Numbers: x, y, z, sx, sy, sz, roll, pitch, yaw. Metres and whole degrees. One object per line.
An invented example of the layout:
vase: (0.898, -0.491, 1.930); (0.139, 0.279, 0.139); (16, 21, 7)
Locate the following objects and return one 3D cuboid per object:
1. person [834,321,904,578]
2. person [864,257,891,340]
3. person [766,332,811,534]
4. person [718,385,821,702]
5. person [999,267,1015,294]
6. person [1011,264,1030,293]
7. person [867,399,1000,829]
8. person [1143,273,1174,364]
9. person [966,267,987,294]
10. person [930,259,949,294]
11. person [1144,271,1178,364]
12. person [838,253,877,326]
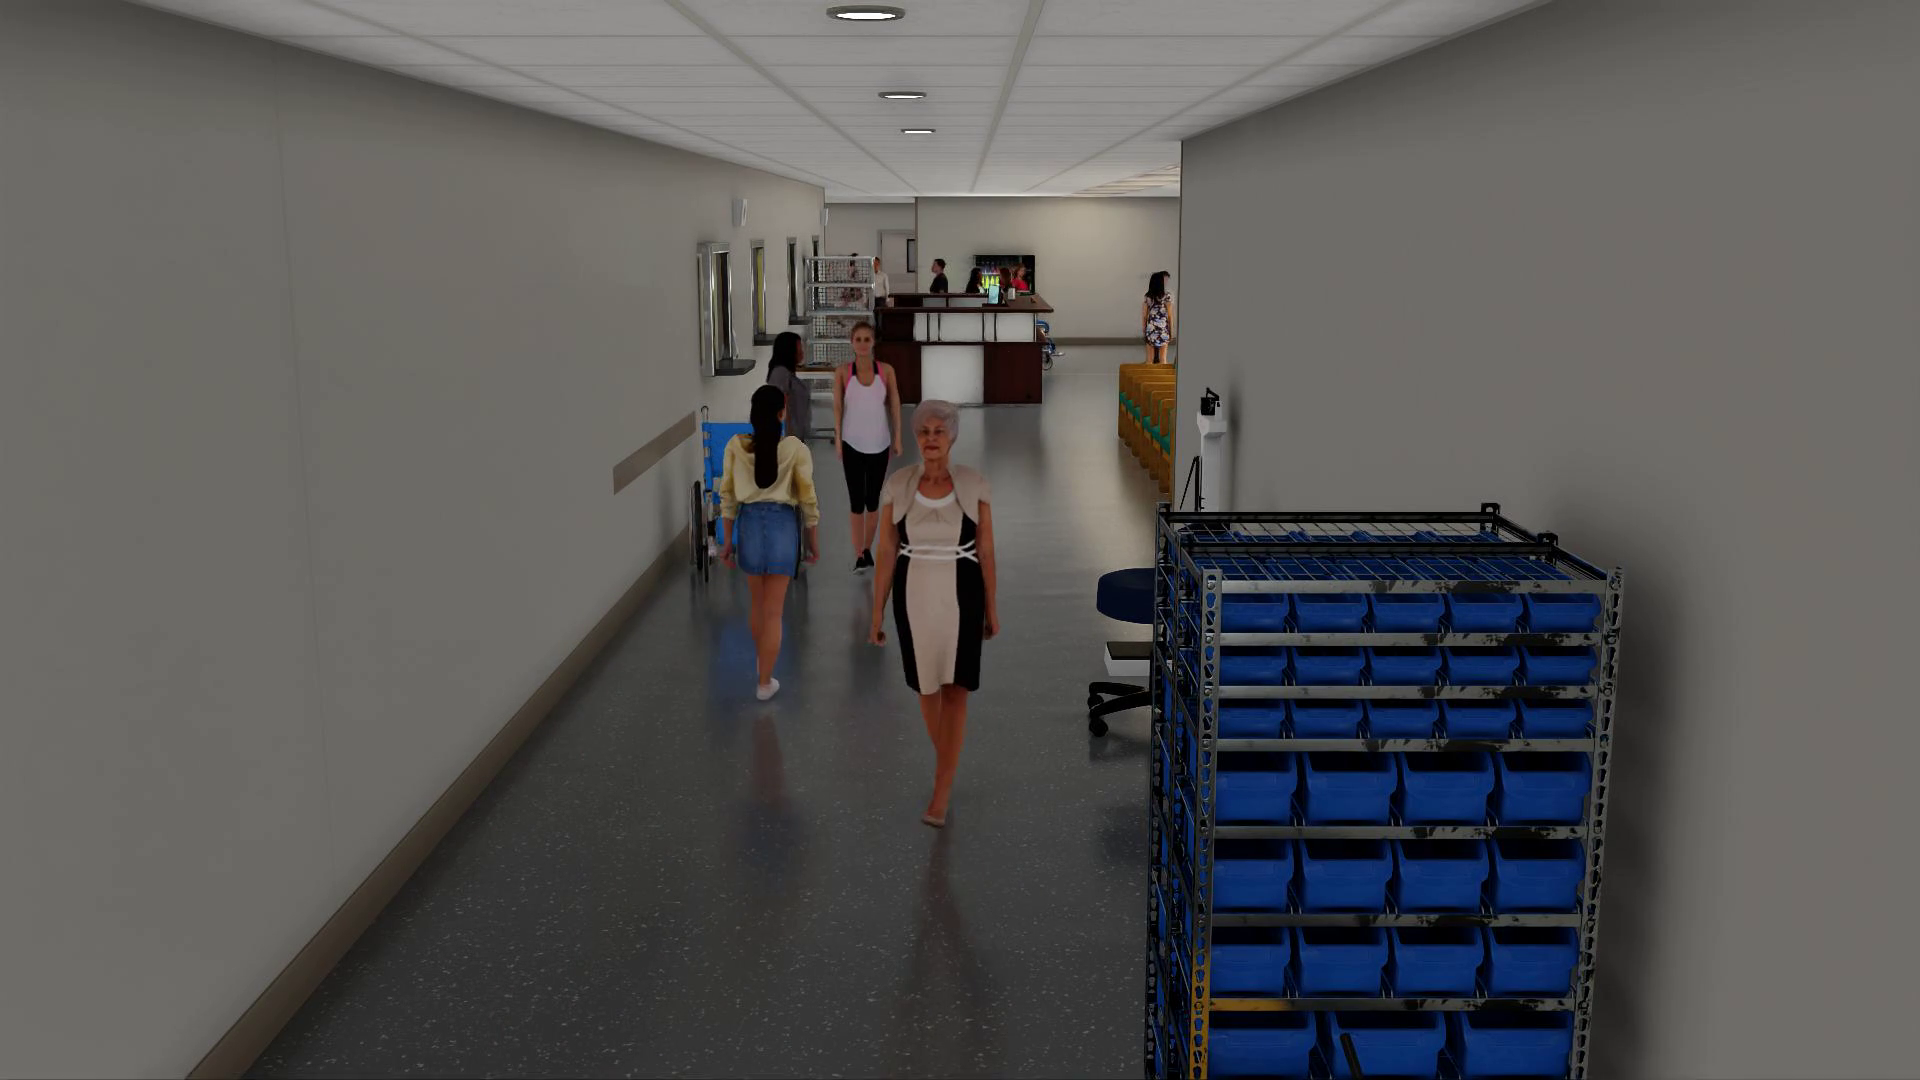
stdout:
person: (-0.652, -0.629, 11.676); (1.011, 1.749, 0.746); (-1, 11, -7)
person: (-1.635, -4.675, 32.867); (0.549, 1.798, 0.719); (0, 11, 0)
person: (-1.442, -0.854, 13.253); (0.719, 1.603, 0.708); (-2, 11, -11)
person: (-1.010, 0.031, 8.569); (0.824, 1.611, 0.775); (1, 11, 6)
person: (0.934, -3.904, 29.104); (0.808, 1.685, 0.695); (0, 11, -1)
person: (1.074, -4.281, 30.984); (0.705, 1.724, 0.667); (8, 13, 36)
person: (-0.079, 0.298, 6.903); (1.084, 1.707, 0.848); (2, 11, 10)
person: (2.917, -3.075, 24.608); (0.568, 1.733, 0.712); (4, 11, 18)
person: (0.182, -4.535, 32.674); (0.767, 1.594, 0.737); (6, 12, 28)
person: (-0.279, -4.063, 29.552); (1.060, 1.831, 0.805); (-2, 11, -8)
person: (3.184, -3.448, 26.696); (1.026, 1.688, 0.879); (-3, 11, -16)
person: (-2.588, -5.847, 39.290); (1.247, 1.705, 0.791); (2, 11, 13)
